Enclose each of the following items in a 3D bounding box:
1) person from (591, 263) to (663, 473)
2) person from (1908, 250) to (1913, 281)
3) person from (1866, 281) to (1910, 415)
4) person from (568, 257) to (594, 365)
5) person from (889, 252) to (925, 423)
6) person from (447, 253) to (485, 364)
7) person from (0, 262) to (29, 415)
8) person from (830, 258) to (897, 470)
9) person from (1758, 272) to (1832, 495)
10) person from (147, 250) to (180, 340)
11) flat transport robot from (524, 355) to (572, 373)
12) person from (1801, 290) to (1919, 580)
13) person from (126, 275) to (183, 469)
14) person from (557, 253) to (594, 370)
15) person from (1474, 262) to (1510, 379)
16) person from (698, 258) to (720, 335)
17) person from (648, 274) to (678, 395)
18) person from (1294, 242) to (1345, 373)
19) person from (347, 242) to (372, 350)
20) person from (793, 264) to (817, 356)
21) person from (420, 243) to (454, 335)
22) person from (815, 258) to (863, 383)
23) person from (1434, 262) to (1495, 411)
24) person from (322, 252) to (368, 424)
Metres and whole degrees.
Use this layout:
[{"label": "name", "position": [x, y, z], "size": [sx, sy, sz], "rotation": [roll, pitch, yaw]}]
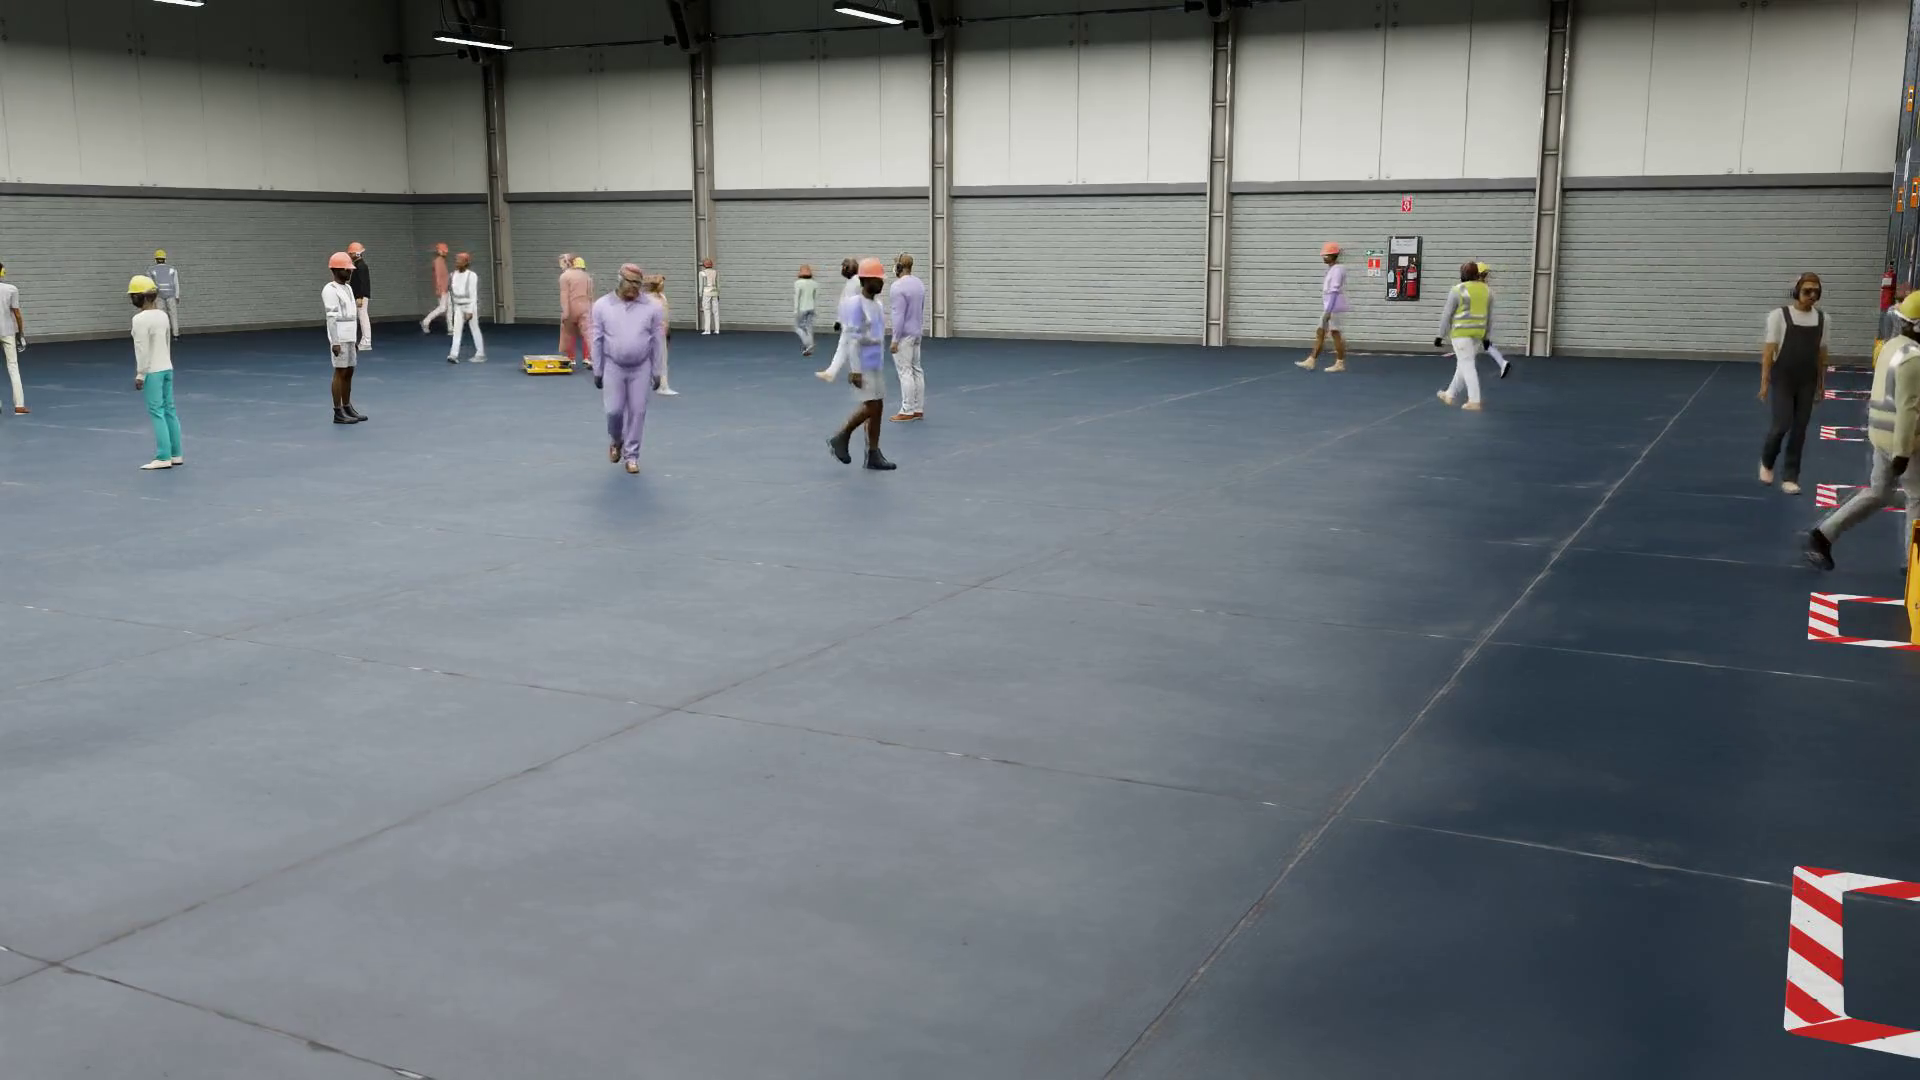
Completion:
[{"label": "person", "position": [-2.993, -1.549, 15.012], "size": [0.644, 1.882, 0.521], "rotation": [-2, 11, -13]}, {"label": "person", "position": [14.027, -3.327, 24.640], "size": [0.401, 1.906, 0.650], "rotation": [5, 12, 28]}, {"label": "person", "position": [10.803, -2.158, 19.065], "size": [0.667, 1.617, 0.517], "rotation": [-4, 11, -21]}, {"label": "person", "position": [-6.260, -3.765, 27.421], "size": [0.533, 1.765, 0.329], "rotation": [-8, 13, -36]}, {"label": "person", "position": [-0.611, -2.310, 19.006], "size": [0.353, 1.937, 0.635], "rotation": [5, 12, 26]}, {"label": "person", "position": [-8.253, -3.845, 27.670], "size": [0.593, 1.828, 0.928], "rotation": [5, 11, 23]}, {"label": "person", "position": [-11.394, -2.406, 19.730], "size": [0.539, 1.866, 0.313], "rotation": [-4, 11, -23]}, {"label": "person", "position": [-0.857, -1.589, 15.102], "size": [0.522, 1.927, 0.560], "rotation": [5, 12, 26]}, {"label": "person", "position": [6.875, -1.287, 13.722], "size": [0.540, 1.833, 0.441], "rotation": [0, 10, 2]}, {"label": "person", "position": [-16.151, -4.959, 33.740], "size": [0.586, 1.833, 0.403], "rotation": [-7, 12, -33]}, {"label": "flat transport robot", "position": [-6.452, -2.756, 25.989], "size": [0.652, 0.197, 1.431], "rotation": [-3, 11, -17]}, {"label": "person", "position": [5.743, -0.643, 10.275], "size": [0.797, 1.809, 0.589], "rotation": [2, 11, 13]}, {"label": "person", "position": [-7.402, -1.528, 15.223], "size": [0.330, 1.765, 0.533], "rotation": [0, 10, 2]}, {"label": "person", "position": [-6.135, -3.608, 26.354], "size": [1.027, 1.835, 0.685], "rotation": [6, 12, 31]}, {"label": "person", "position": [7.729, -3.214, 24.488], "size": [0.726, 1.744, 0.530], "rotation": [9, 14, 40]}, {"label": "person", "position": [-5.387, -5.230, 35.755], "size": [0.522, 1.639, 0.313], "rotation": [-9, 13, -39]}, {"label": "person", "position": [-4.103, -2.744, 22.231], "size": [0.618, 1.620, 0.527], "rotation": [2, 11, 11]}, {"label": "person", "position": [5.622, -3.588, 25.754], "size": [0.827, 2.015, 0.638], "rotation": [0, 10, -1]}, {"label": "person", "position": [-11.170, -4.532, 30.968], "size": [0.375, 1.996, 0.611], "rotation": [-4, 11, -23]}, {"label": "person", "position": [-2.744, -4.050, 29.363], "size": [0.519, 1.617, 0.346], "rotation": [-10, 14, -42]}, {"label": "person", "position": [-11.114, -5.352, 35.493], "size": [0.767, 1.970, 0.627], "rotation": [0, 10, -2]}, {"label": "person", "position": [-1.632, -3.116, 23.779], "size": [0.946, 1.793, 0.623], "rotation": [-1, 10, -4]}, {"label": "person", "position": [6.179, -2.515, 20.498], "size": [0.637, 1.790, 0.947], "rotation": [-5, 11, -25]}, {"label": "person", "position": [-6.988, -2.292, 18.914], "size": [0.361, 1.935, 0.553], "rotation": [1, 10, 3]}]
